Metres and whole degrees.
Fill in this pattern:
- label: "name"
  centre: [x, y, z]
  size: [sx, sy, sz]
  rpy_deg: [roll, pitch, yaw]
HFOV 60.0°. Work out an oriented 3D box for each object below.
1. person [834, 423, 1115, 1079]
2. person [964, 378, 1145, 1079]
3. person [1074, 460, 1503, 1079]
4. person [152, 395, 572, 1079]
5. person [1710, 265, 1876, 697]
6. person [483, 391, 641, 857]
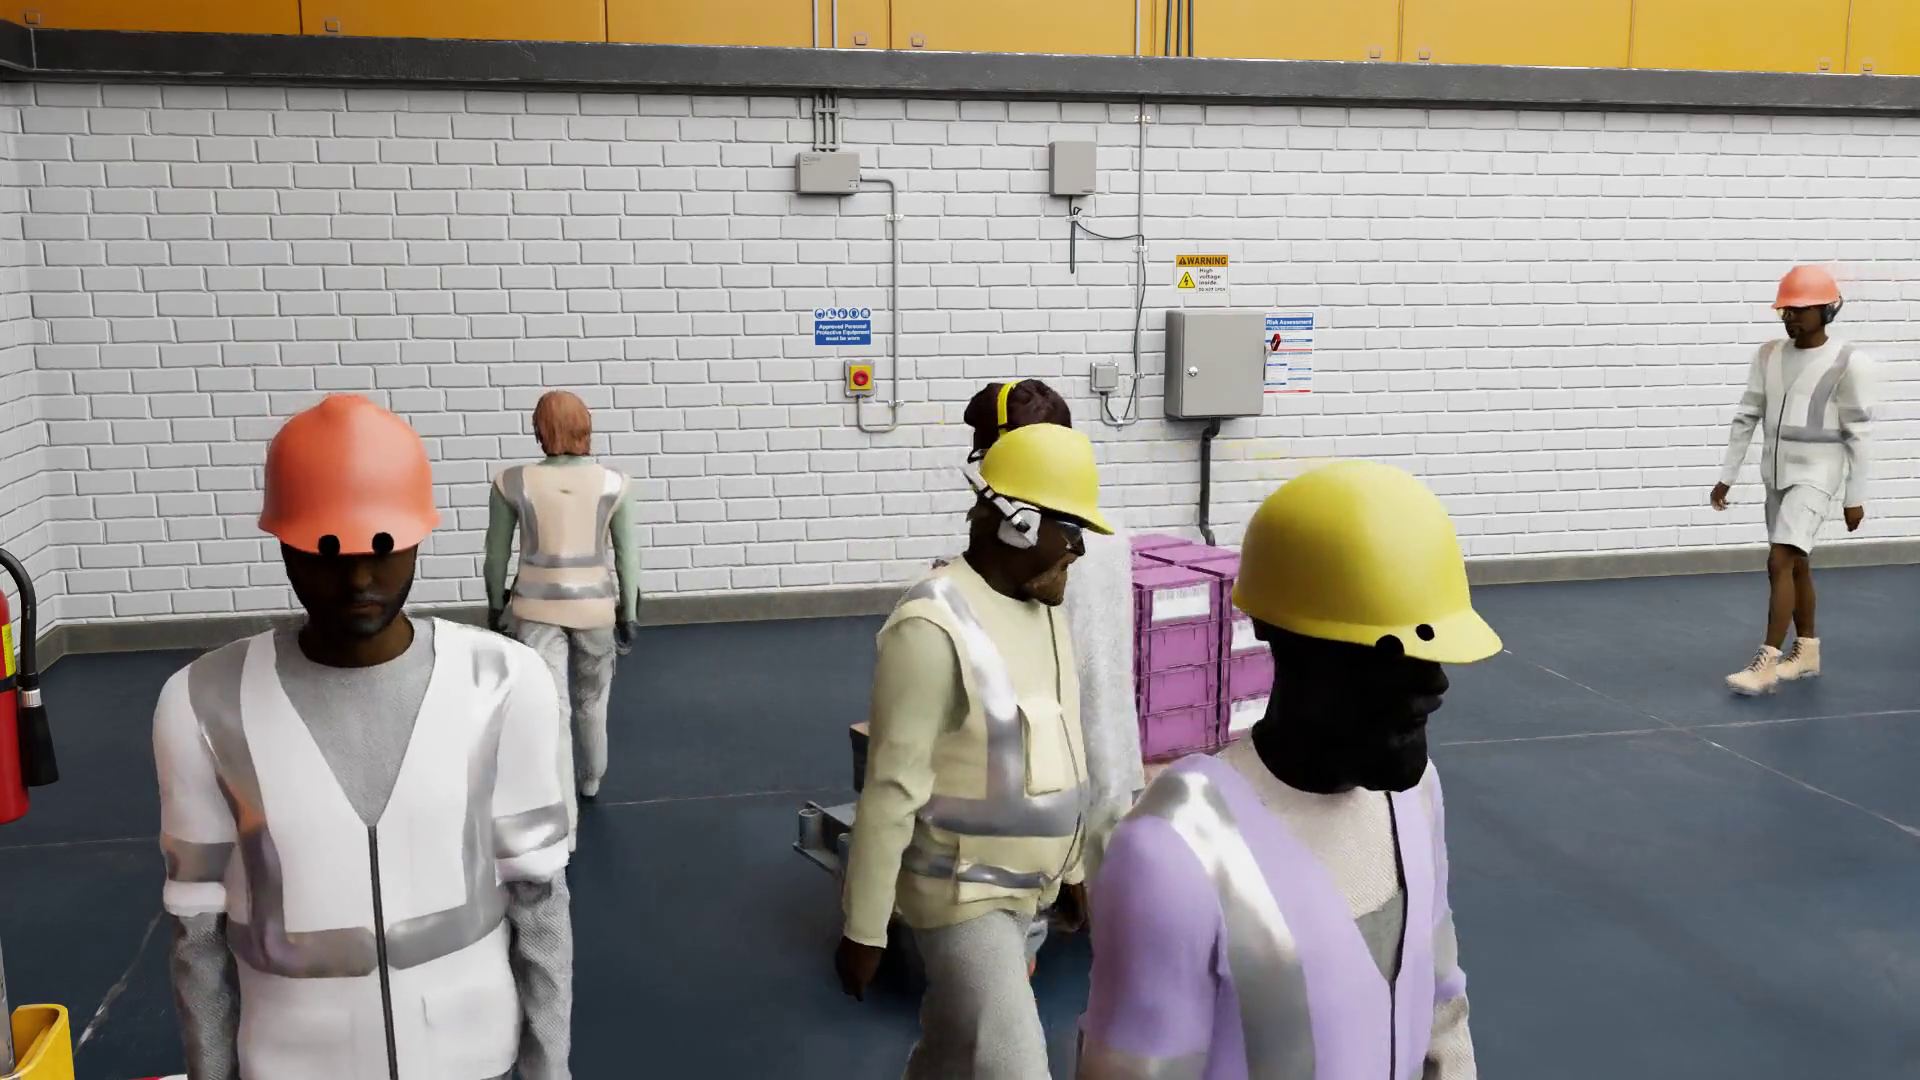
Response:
- label: "person"
  centre: [0.124, 0.677, 3.219]
  size: [0.823, 1.772, 0.656]
  rpy_deg: [5, 11, 27]
- label: "person"
  centre: [0.190, 0.564, 3.677]
  size: [0.710, 1.828, 0.609]
  rpy_deg: [9, 13, 40]
- label: "person"
  centre: [0.474, 0.857, 1.895]
  size: [0.926, 1.884, 0.616]
  rpy_deg: [8, 13, 39]
- label: "person"
  centre: [-0.835, 0.746, 2.418]
  size: [0.542, 1.925, 0.465]
  rpy_deg: [-4, 11, -23]
- label: "person"
  centre: [3.861, -0.270, 7.830]
  size: [0.890, 2.009, 0.616]
  rpy_deg: [-3, 11, -18]
- label: "person"
  centre: [-1.424, 0.270, 5.968]
  size: [0.531, 1.597, 0.865]
  rpy_deg: [-3, 11, -19]
